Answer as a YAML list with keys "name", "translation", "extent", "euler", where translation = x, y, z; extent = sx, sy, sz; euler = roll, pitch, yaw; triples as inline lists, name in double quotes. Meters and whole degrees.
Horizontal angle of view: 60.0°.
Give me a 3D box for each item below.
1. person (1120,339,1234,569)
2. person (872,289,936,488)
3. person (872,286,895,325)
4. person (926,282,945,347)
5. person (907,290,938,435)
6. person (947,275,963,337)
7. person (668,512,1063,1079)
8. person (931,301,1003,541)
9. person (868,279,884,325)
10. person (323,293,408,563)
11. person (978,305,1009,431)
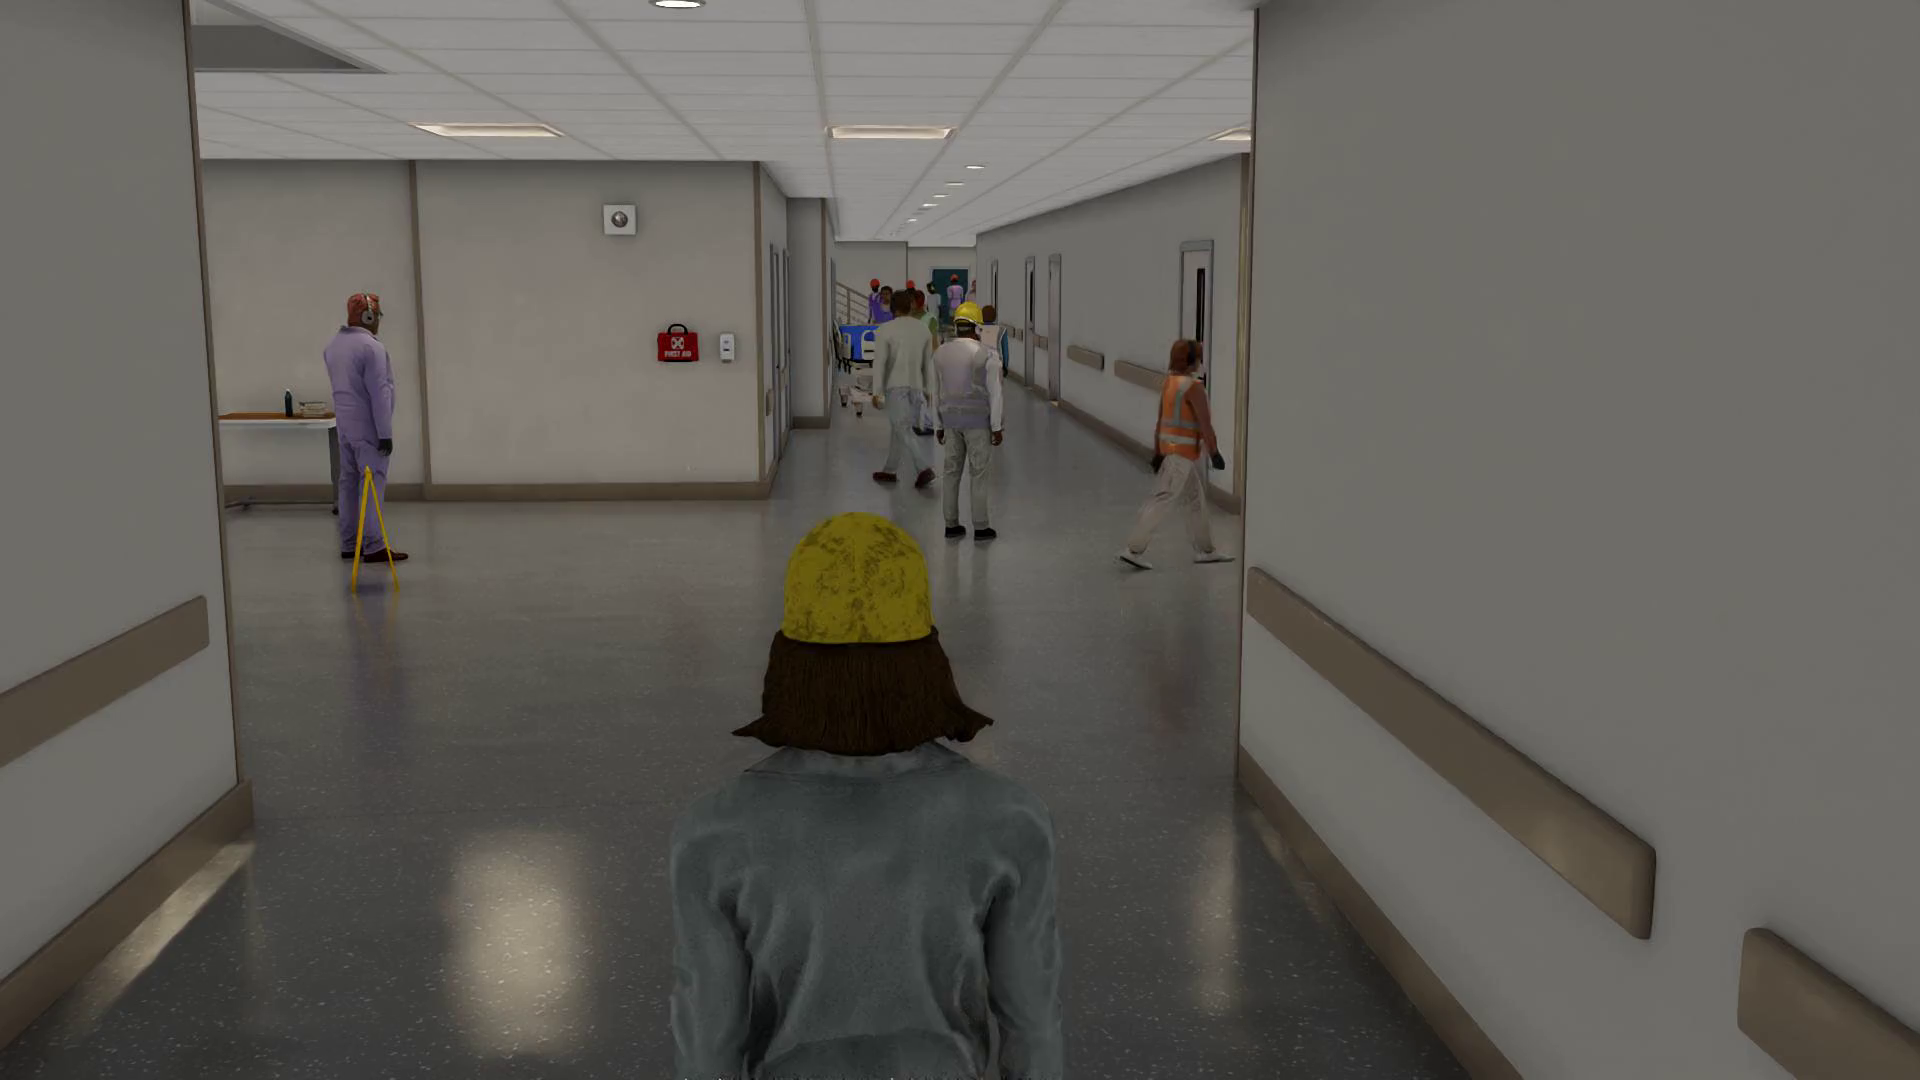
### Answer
- name: "person"
  translation: [1.498, -0.592, 11.490]
  extent: [0.891, 1.591, 0.502]
  euler: [-2, 9, -13]
- name: "person"
  translation: [-0.528, -1.451, 15.938]
  extent: [0.644, 1.902, 1.006]
  euler: [-8, 12, -40]
- name: "person"
  translation: [-1.209, -3.349, 27.996]
  extent: [0.565, 1.846, 0.389]
  euler: [2, 9, 12]
- name: "person"
  translation: [-0.628, -5.920, 44.170]
  extent: [0.626, 1.842, 0.590]
  euler: [-8, 12, -41]
- name: "person"
  translation: [-0.501, -2.251, 21.108]
  extent: [0.372, 1.840, 0.571]
  euler: [-8, 12, -43]
- name: "person"
  translation: [-0.183, -7.632, 54.269]
  extent: [0.615, 2.041, 0.391]
  euler: [-6, 11, -35]
- name: "person"
  translation: [-0.116, 0.839, 2.126]
  extent: [0.497, 1.761, 0.434]
  euler: [-1, 9, -5]
- name: "person"
  translation: [0.064, -0.905, 12.733]
  extent: [0.591, 1.824, 0.403]
  euler: [5, 10, 29]
- name: "person"
  translation: [-2.169, -5.750, 42.788]
  extent: [0.551, 1.932, 0.378]
  euler: [8, 12, 40]
- name: "person"
  translation: [-4.193, -0.791, 11.776]
  extent: [0.643, 1.900, 0.404]
  euler: [7, 12, 38]
- name: "person"
  translation: [0.374, -2.224, 21.588]
  extent: [0.523, 1.636, 0.310]
  euler: [0, 9, -3]
